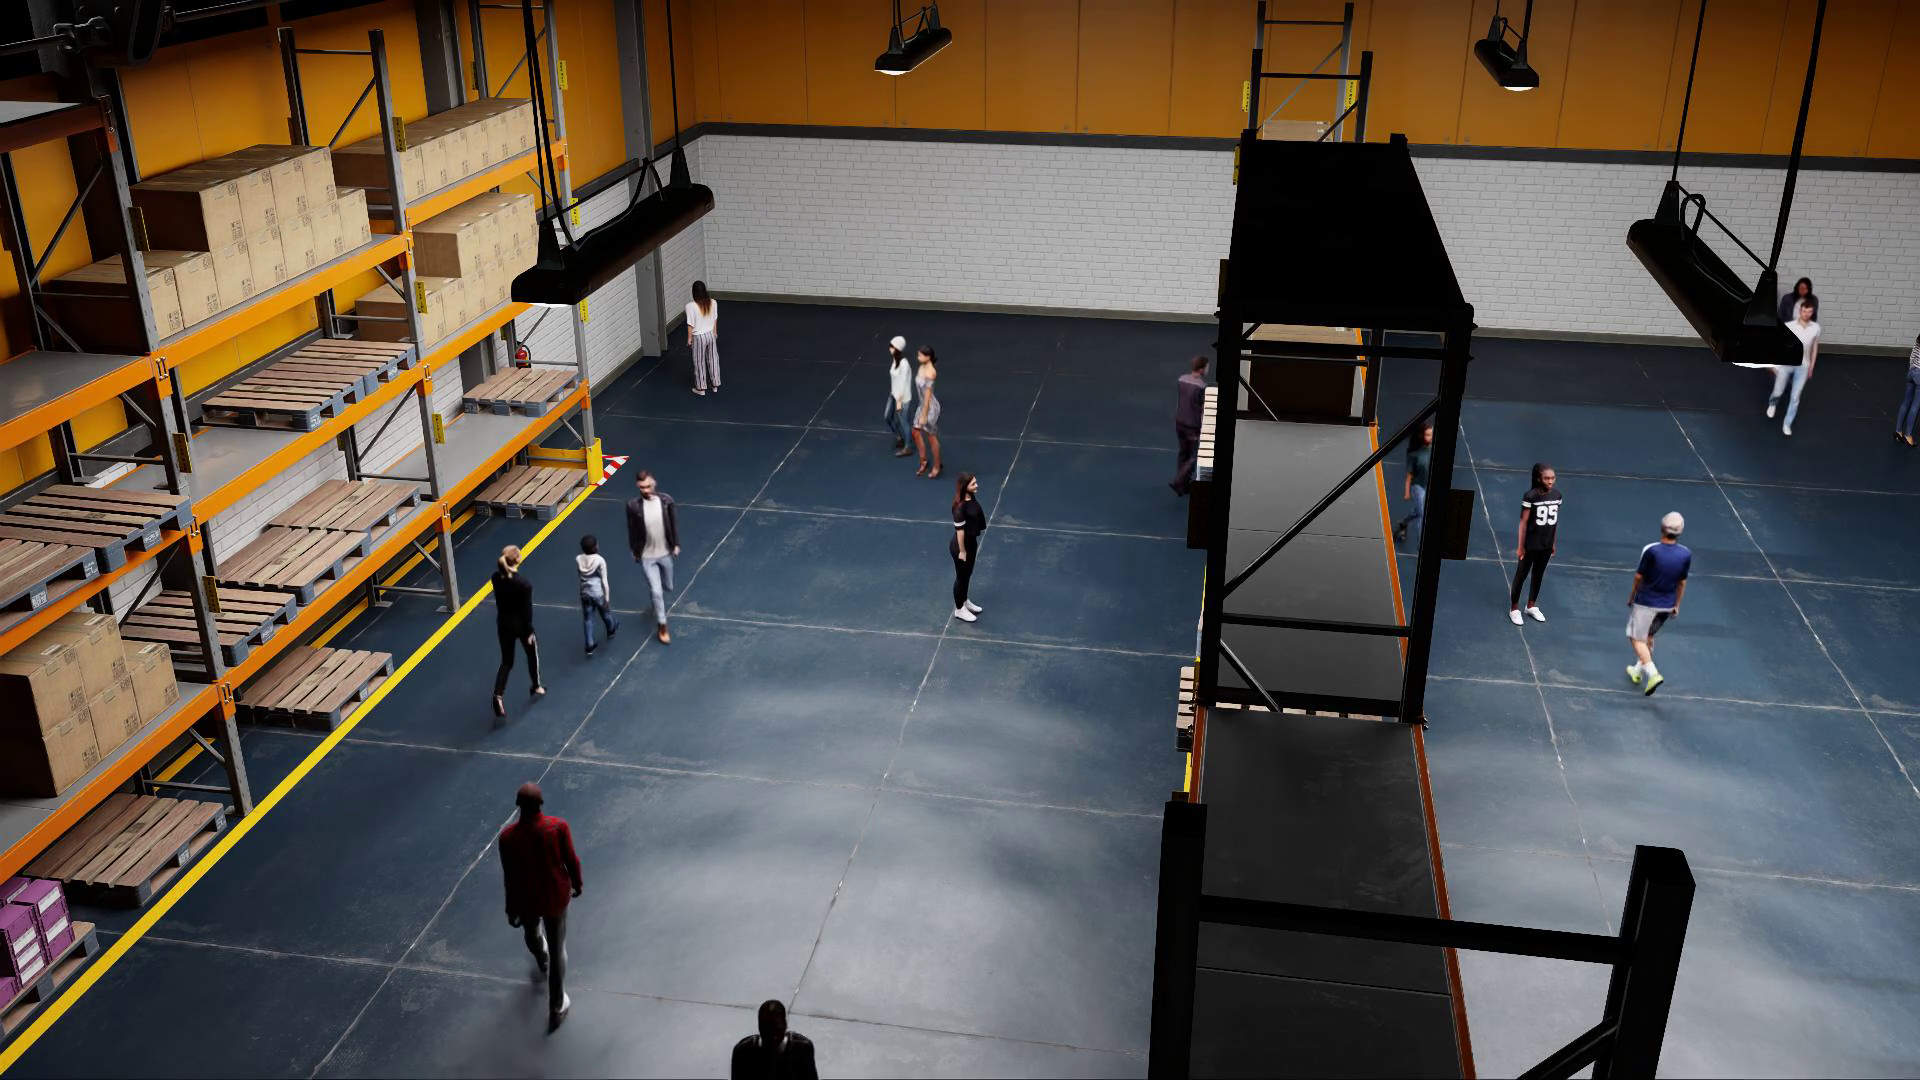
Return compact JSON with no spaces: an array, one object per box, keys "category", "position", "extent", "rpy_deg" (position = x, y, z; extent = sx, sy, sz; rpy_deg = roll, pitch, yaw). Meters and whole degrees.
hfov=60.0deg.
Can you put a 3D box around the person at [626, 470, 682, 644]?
[{"category":"person","position":[-3.148,0.110,17.056],"extent":[1.004,1.813,1.133],"rpy_deg":[-11,26,-23]}]

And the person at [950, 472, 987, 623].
[{"category":"person","position":[0.057,0.044,17.423],"extent":[0.692,1.639,0.552],"rpy_deg":[7,25,16]}]

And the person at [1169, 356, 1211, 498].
[{"category":"person","position":[2.783,-1.358,20.395],"extent":[1.045,1.829,0.981],"rpy_deg":[-19,30,-37]}]

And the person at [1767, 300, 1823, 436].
[{"category":"person","position":[11.404,-2.390,22.745],"extent":[0.717,1.836,0.974],"rpy_deg":[7,24,15]}]

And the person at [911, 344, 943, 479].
[{"category":"person","position":[-0.306,-1.618,21.019],"extent":[0.813,1.805,0.738],"rpy_deg":[-8,25,-18]}]

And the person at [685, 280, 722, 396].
[{"category":"person","position":[-3.756,-2.967,24.260],"extent":[0.774,1.680,0.849],"rpy_deg":[-18,29,-36]}]

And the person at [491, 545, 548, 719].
[{"category":"person","position":[-4.192,0.878,15.476],"extent":[0.713,1.672,1.082],"rpy_deg":[7,25,16]}]

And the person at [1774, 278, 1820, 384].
[{"category":"person","position":[12.424,-3.136,24.764],"extent":[0.683,1.586,0.655],"rpy_deg":[5,24,11]}]

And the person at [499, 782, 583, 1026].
[{"category":"person","position":[-2.894,2.536,11.538],"extent":[0.945,1.787,1.205],"rpy_deg":[-5,24,-10]}]

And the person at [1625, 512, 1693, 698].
[{"category":"person","position":[6.647,0.647,15.839],"extent":[0.829,1.804,1.090],"rpy_deg":[-2,24,-6]}]

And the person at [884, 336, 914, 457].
[{"category":"person","position":[-0.698,-1.885,21.842],"extent":[0.751,1.635,0.671],"rpy_deg":[-11,26,-23]}]

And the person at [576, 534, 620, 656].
[{"category":"person","position":[-3.716,0.566,16.744],"extent":[0.488,1.228,0.848],"rpy_deg":[4,24,9]}]

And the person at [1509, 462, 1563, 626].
[{"category":"person","position":[6.008,0.028,17.349],"extent":[0.703,1.729,0.719],"rpy_deg":[-7,25,-15]}]

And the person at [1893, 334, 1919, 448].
[{"category":"person","position":[12.802,-2.132,22.206],"extent":[0.682,1.797,0.502],"rpy_deg":[-2,24,-5]}]

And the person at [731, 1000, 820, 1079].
[{"category":"person","position":[-1.072,3.350,9.644],"extent":[0.792,1.812,0.804],"rpy_deg":[-3,24,-7]}]

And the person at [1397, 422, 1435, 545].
[{"category":"person","position":[5.245,-0.599,18.968],"extent":[0.883,1.581,1.170],"rpy_deg":[-6,24,-13]}]
